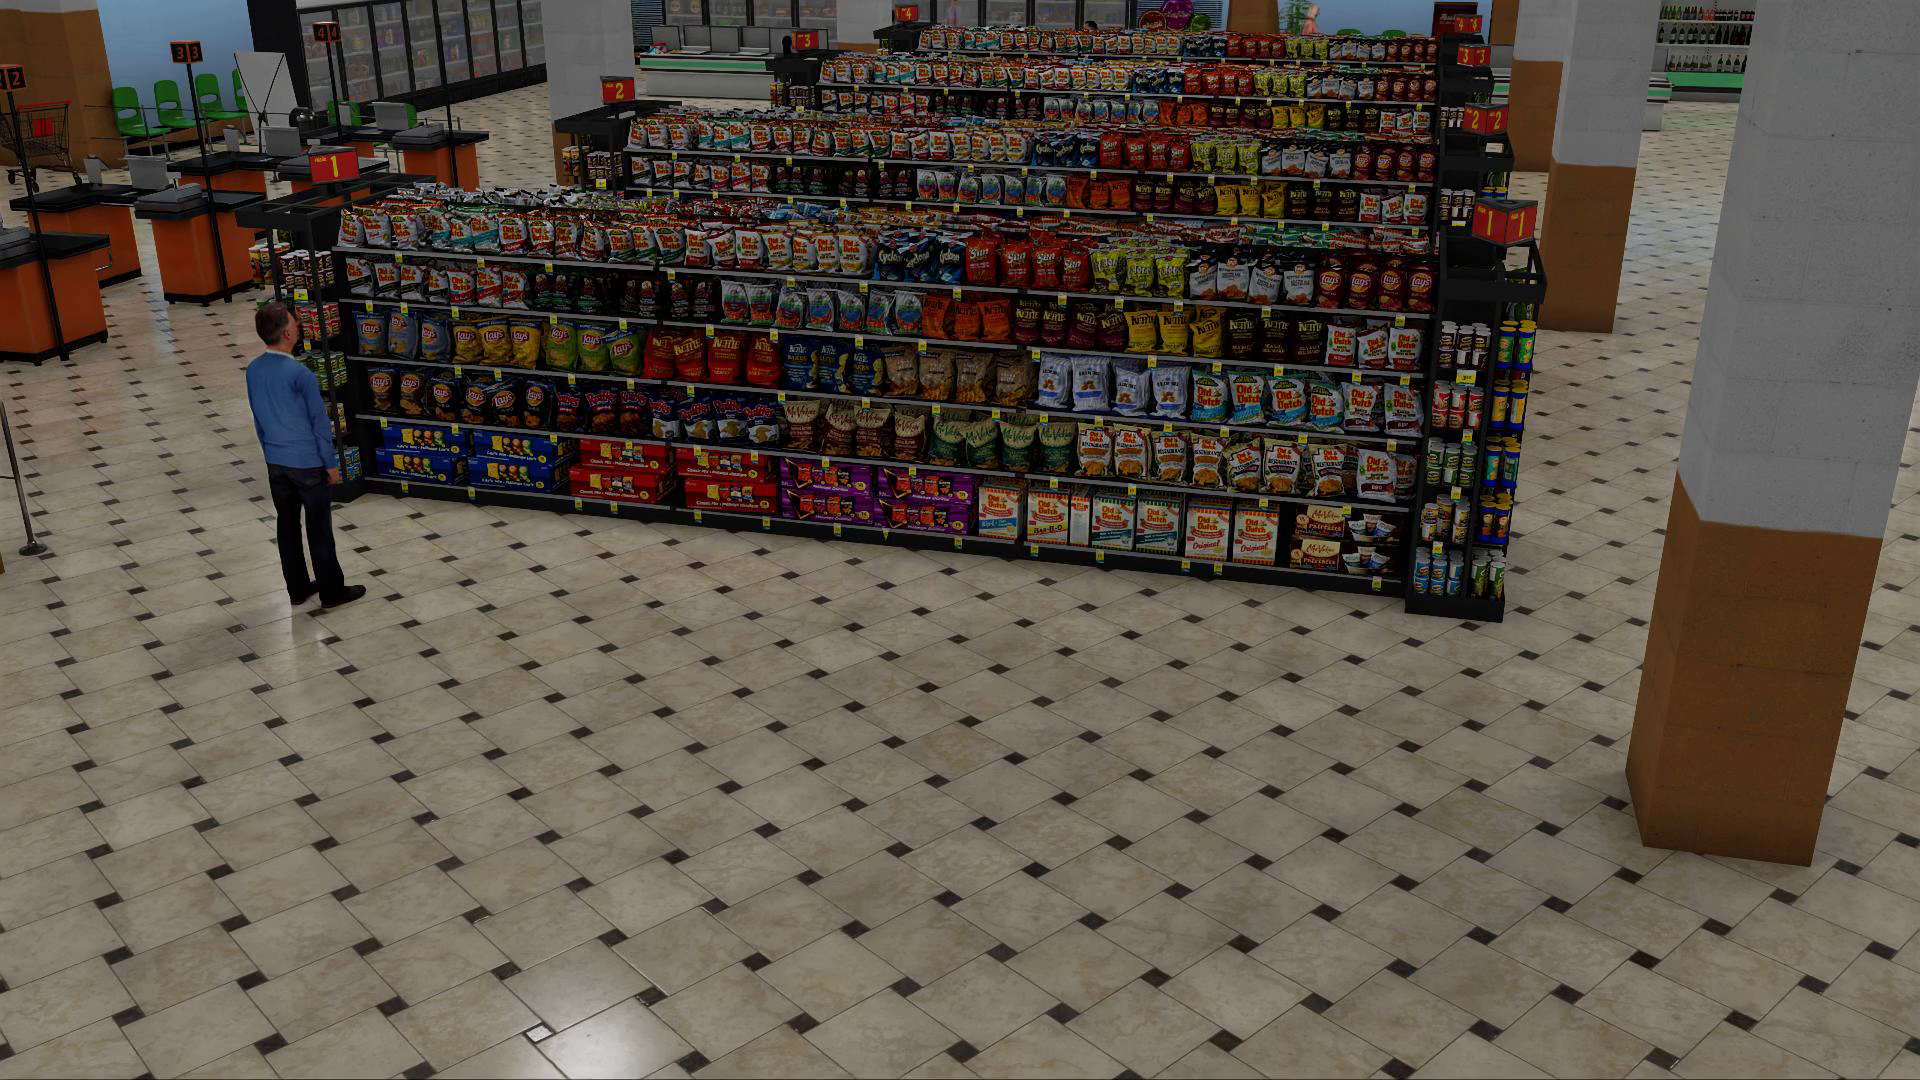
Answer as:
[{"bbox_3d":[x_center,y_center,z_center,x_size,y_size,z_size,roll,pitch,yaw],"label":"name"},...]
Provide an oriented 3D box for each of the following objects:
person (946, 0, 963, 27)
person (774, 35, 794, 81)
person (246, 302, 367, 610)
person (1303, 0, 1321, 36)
[{"bbox_3d":[-0.117,-10.184,33.715,0.562,1.863,0.672,7,23,18],"label":"person"},{"bbox_3d":[-2.704,-7.130,26.361,0.630,1.678,0.751,-1,22,-3],"label":"person"},{"bbox_3d":[-3.844,-0.484,9.633,0.536,1.820,0.726,8,23,19],"label":"person"},{"bbox_3d":[6.687,-9.501,32.212,0.743,1.717,0.647,4,22,9],"label":"person"}]
